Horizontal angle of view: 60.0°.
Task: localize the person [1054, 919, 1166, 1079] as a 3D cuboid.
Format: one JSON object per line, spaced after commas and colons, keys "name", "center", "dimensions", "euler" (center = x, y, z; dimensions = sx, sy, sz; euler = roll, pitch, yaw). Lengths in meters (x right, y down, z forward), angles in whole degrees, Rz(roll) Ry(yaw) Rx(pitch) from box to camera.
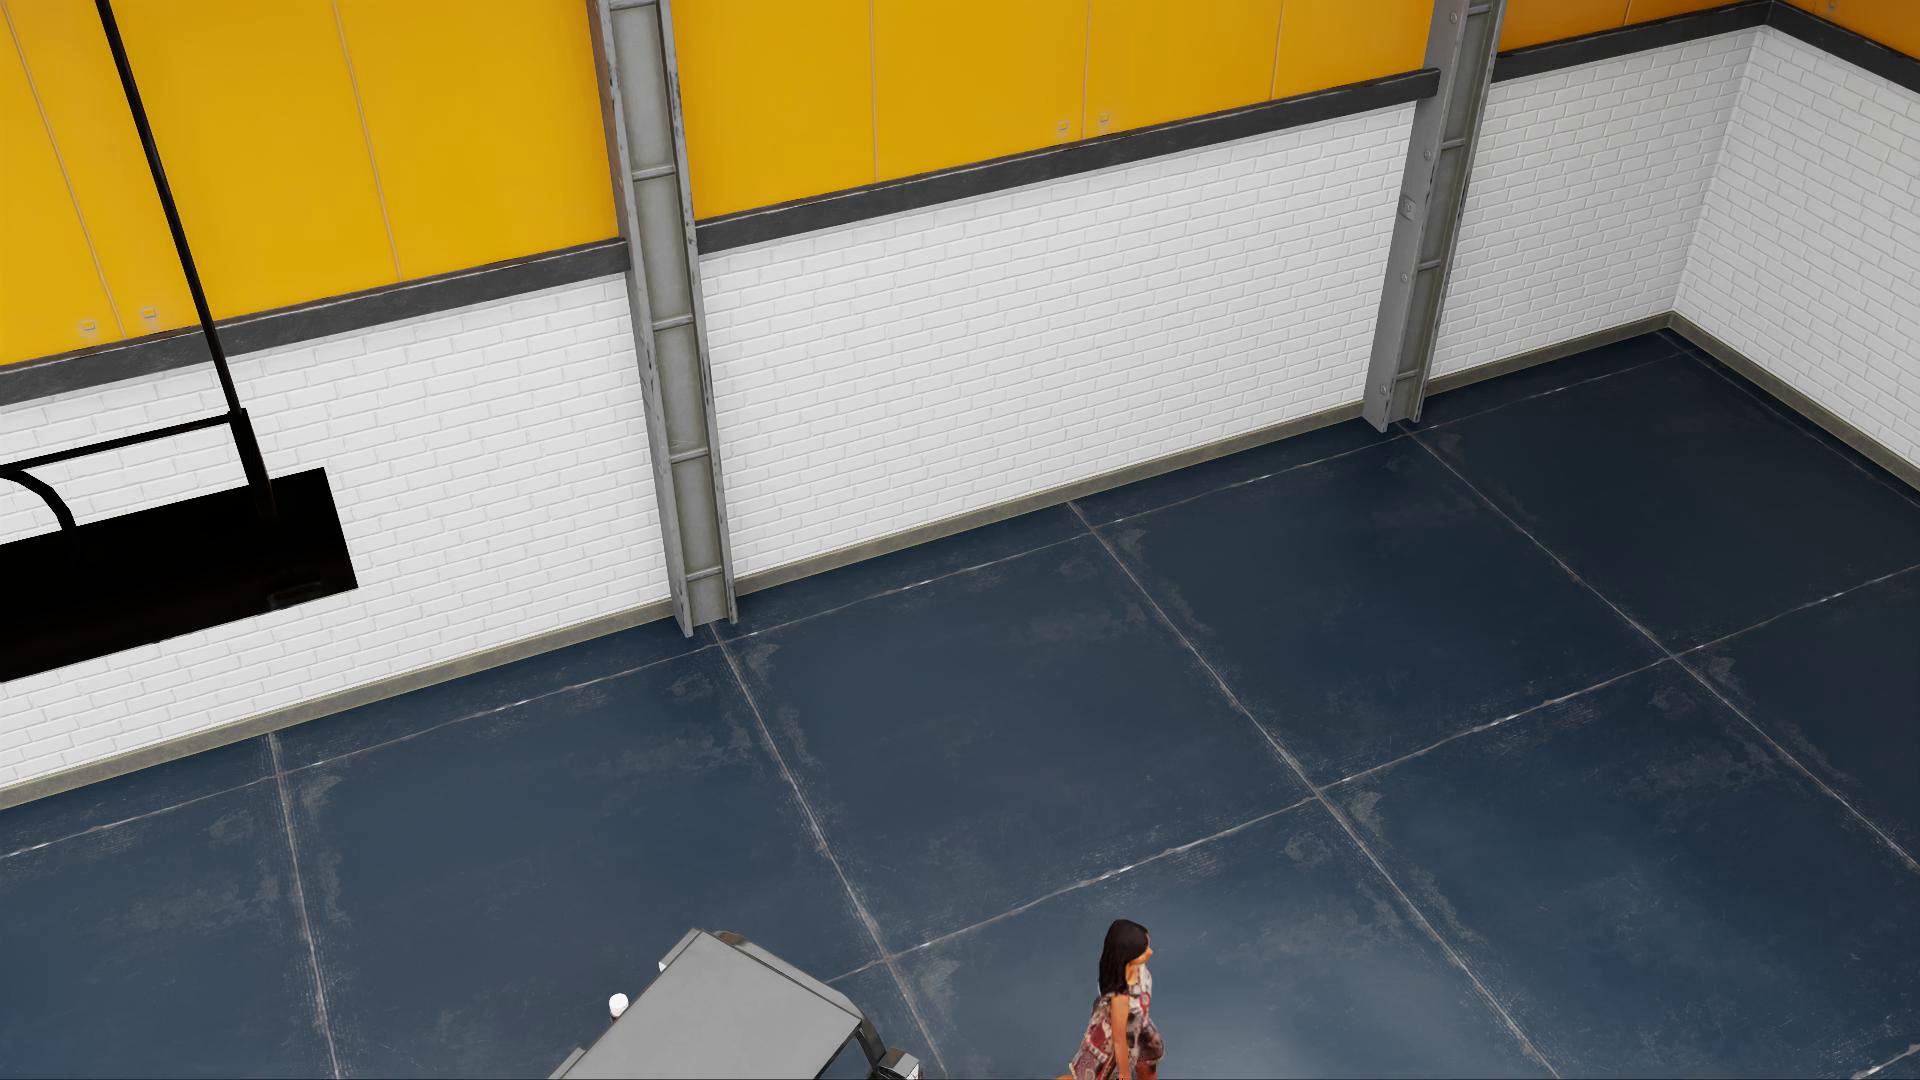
{"name": "person", "center": [0.682, 2.463, 8.293], "dimensions": [1.195, 1.603, 1.017], "euler": [6, 39, 7]}
